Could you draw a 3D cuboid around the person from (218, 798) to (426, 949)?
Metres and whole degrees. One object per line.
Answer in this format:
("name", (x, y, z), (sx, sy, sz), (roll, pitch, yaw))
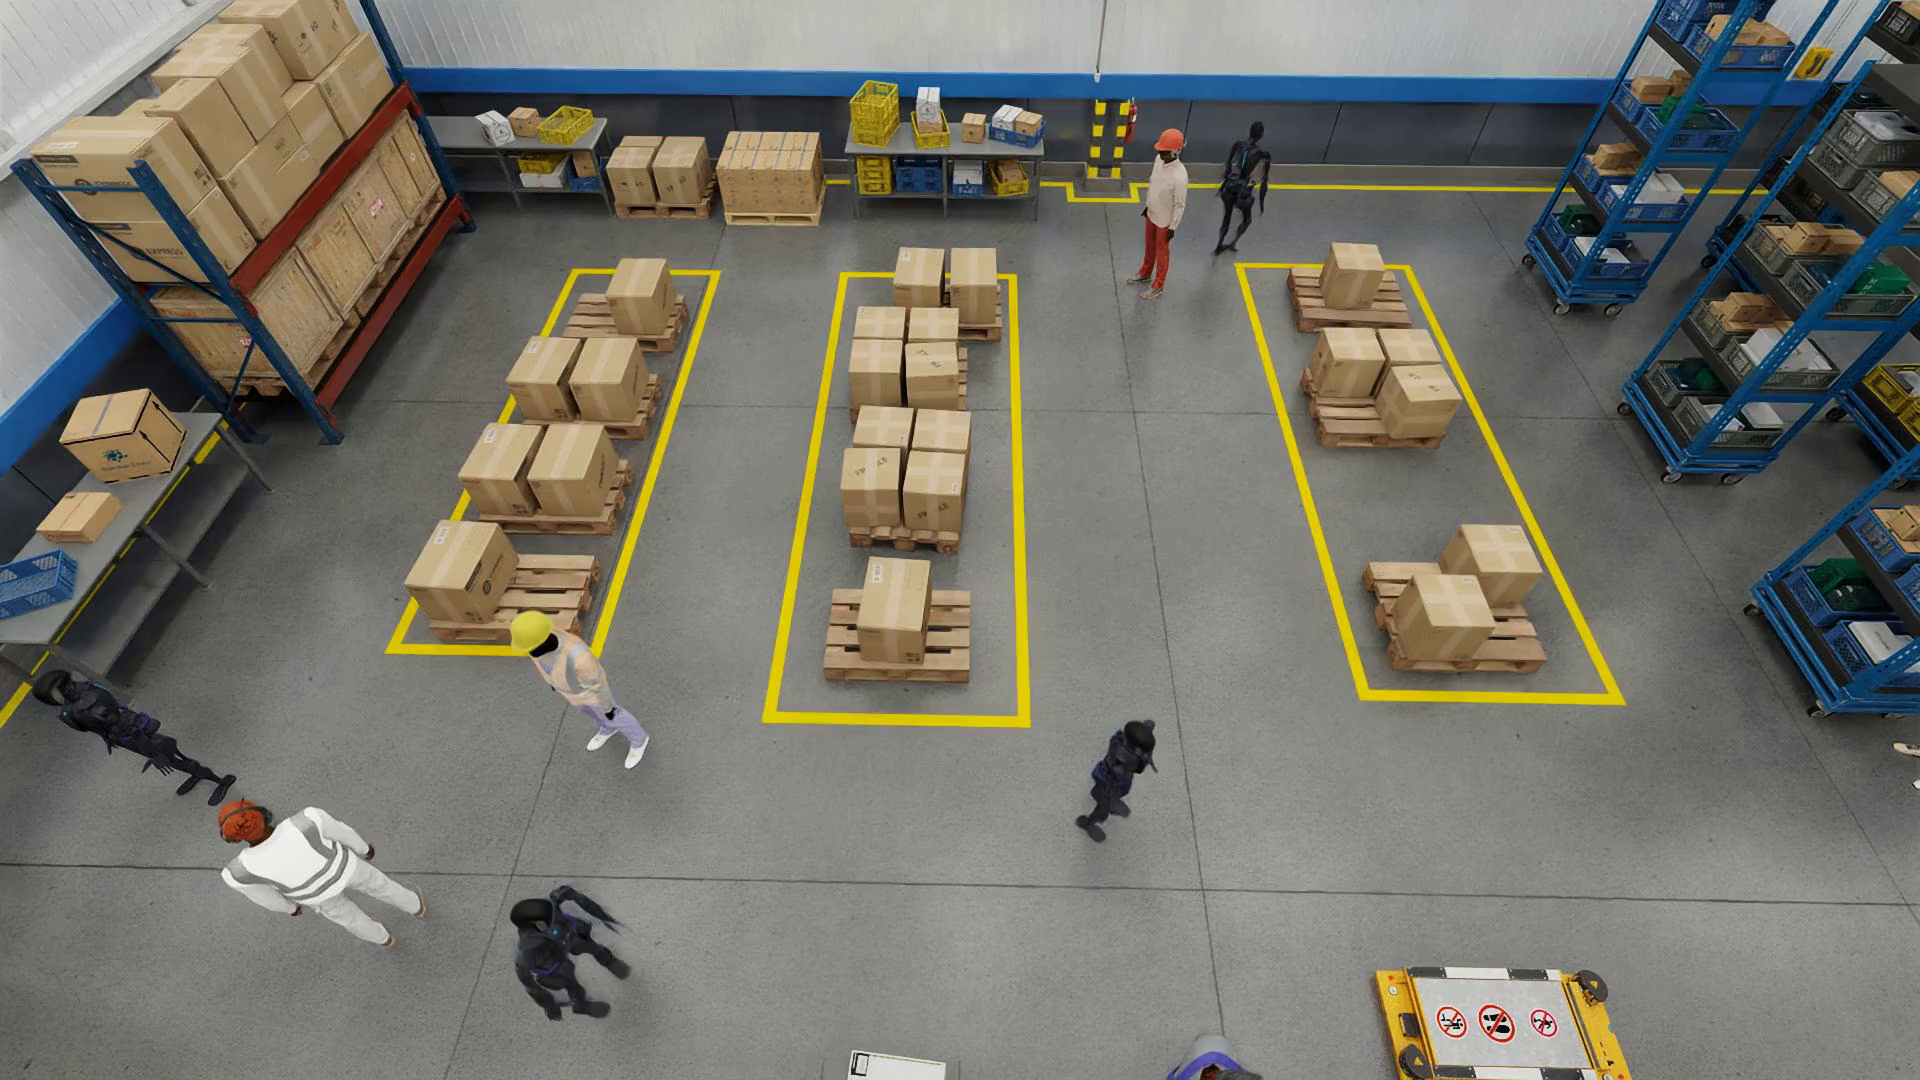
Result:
("person", (-3.976, 2.102, 5.732), (0.357, 1.881, 0.573), (33, 58, 24))

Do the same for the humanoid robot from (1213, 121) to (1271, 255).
("humanoid robot", (3.396, -4.197, 11.004), (0.646, 1.643, 0.443), (37, 59, 26))

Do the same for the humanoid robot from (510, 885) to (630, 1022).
("humanoid robot", (-2.385, 2.516, 5.520), (0.342, 1.641, 0.664), (12, 52, 9))

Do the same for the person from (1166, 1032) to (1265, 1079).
("person", (1.283, 3.094, 4.821), (0.535, 2.000, 0.677), (17, 53, 13))

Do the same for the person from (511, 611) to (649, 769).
("person", (-2.724, 1.079, 6.550), (0.598, 1.913, 0.417), (20, 54, 16))

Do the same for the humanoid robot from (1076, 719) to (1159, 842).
("humanoid robot", (1.097, 1.619, 6.257), (0.383, 1.640, 0.590), (31, 57, 23))

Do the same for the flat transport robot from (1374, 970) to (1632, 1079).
("flat transport robot", (3.501, 3.133, 5.914), (1.431, 0.197, 0.652), (1, 51, 1))

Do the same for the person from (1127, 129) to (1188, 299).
("person", (2.255, -3.668, 10.363), (0.394, 1.991, 0.621), (-17, 53, -13))

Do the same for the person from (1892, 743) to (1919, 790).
("person", (7.523, 1.257, 6.495), (0.311, 1.768, 0.527), (8, 51, 7))

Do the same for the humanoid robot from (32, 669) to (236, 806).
("humanoid robot", (-5.800, 1.402, 6.423), (0.591, 1.660, 0.326), (15, 52, 12))
